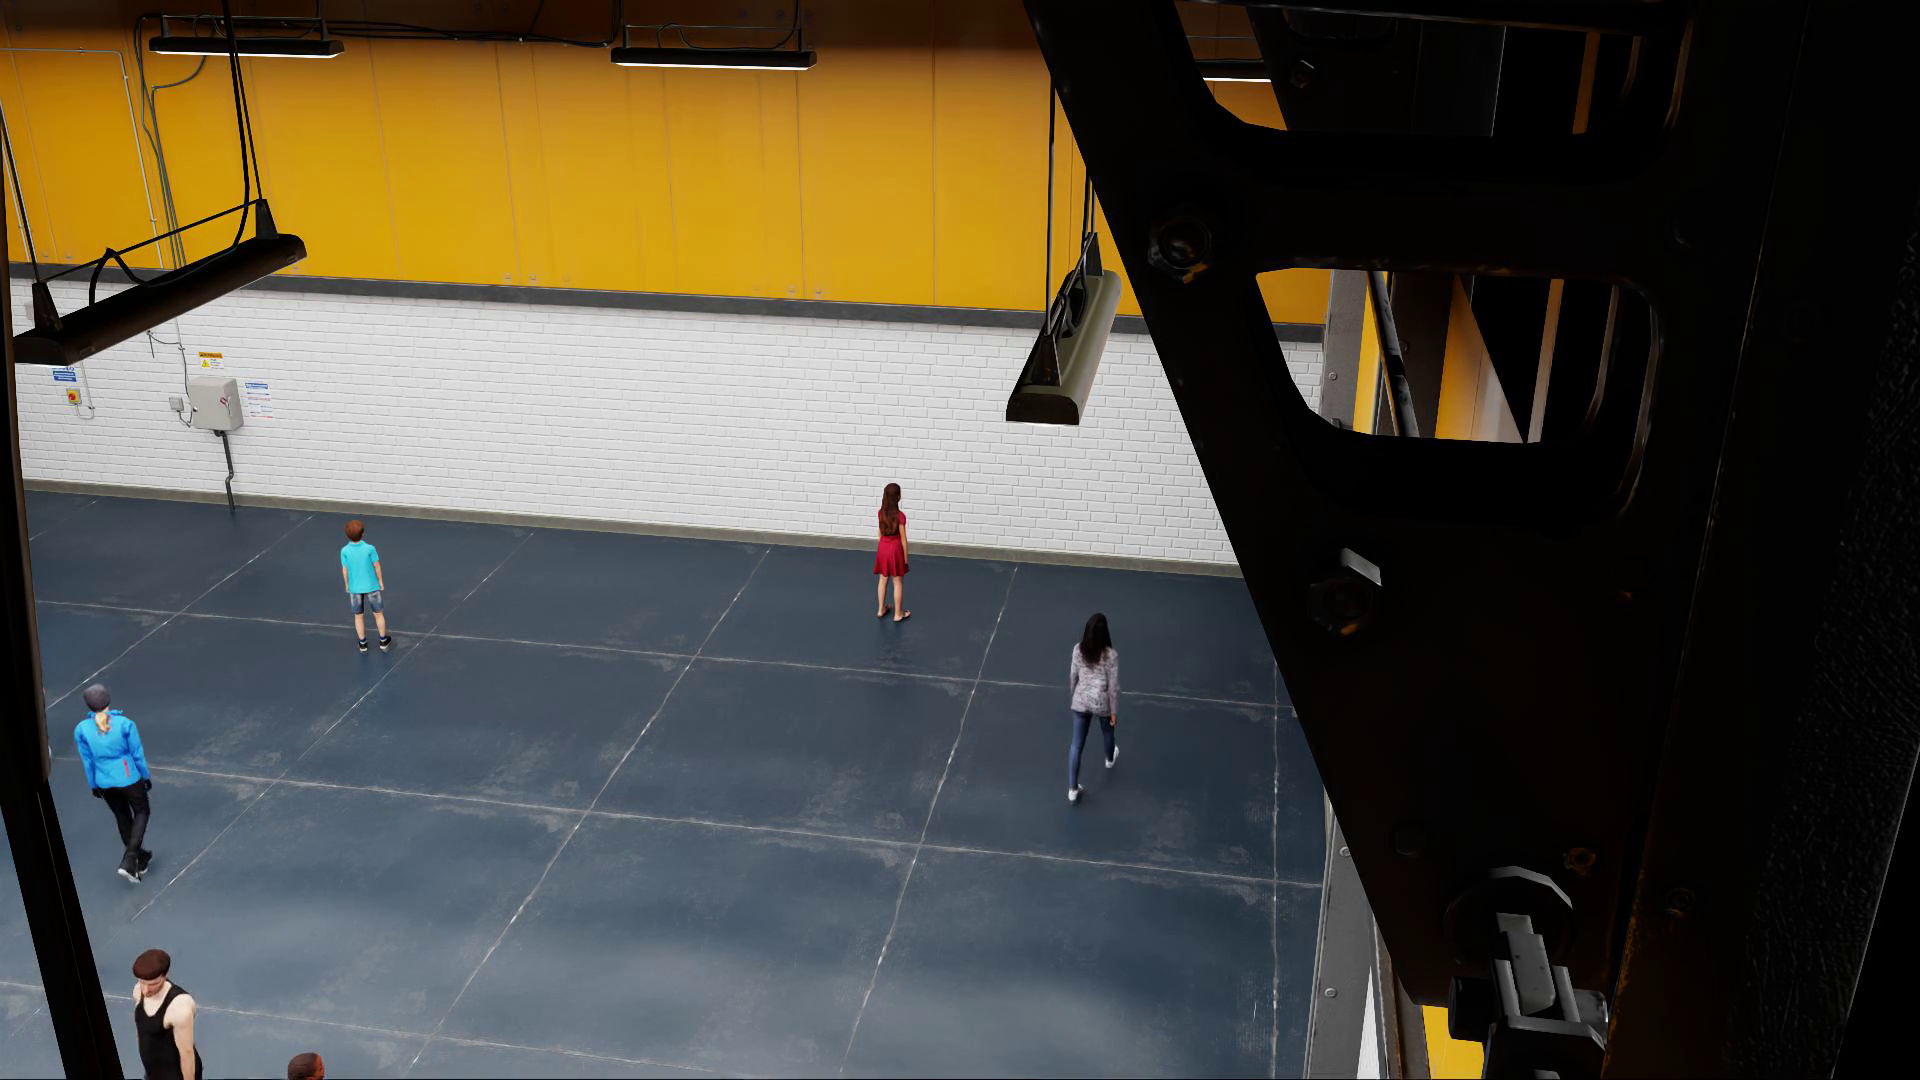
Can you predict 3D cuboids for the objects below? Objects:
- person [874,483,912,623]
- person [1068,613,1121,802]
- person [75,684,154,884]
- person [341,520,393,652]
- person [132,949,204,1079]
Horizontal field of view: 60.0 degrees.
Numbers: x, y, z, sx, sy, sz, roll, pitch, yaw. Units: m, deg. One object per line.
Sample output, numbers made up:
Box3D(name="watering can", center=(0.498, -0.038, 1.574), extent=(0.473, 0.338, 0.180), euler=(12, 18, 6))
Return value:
Box3D(name="person", center=(-0.741, 0.121, 18.012), extent=(0.643, 1.550, 0.697), euler=(13, 27, 28))
Box3D(name="person", center=(1.139, 1.501, 14.689), extent=(0.846, 1.681, 1.222), euler=(9, 25, 20))
Box3D(name="person", center=(-6.791, 2.004, 13.409), extent=(0.797, 1.785, 1.002), euler=(-3, 24, -7))
Box3D(name="person", center=(-6.227, 0.461, 17.358), extent=(0.587, 1.449, 0.585), euler=(-5, 24, -12))
Box3D(name="person", center=(-4.850, 3.274, 10.409), extent=(0.918, 1.861, 1.063), euler=(16, 28, 33))
